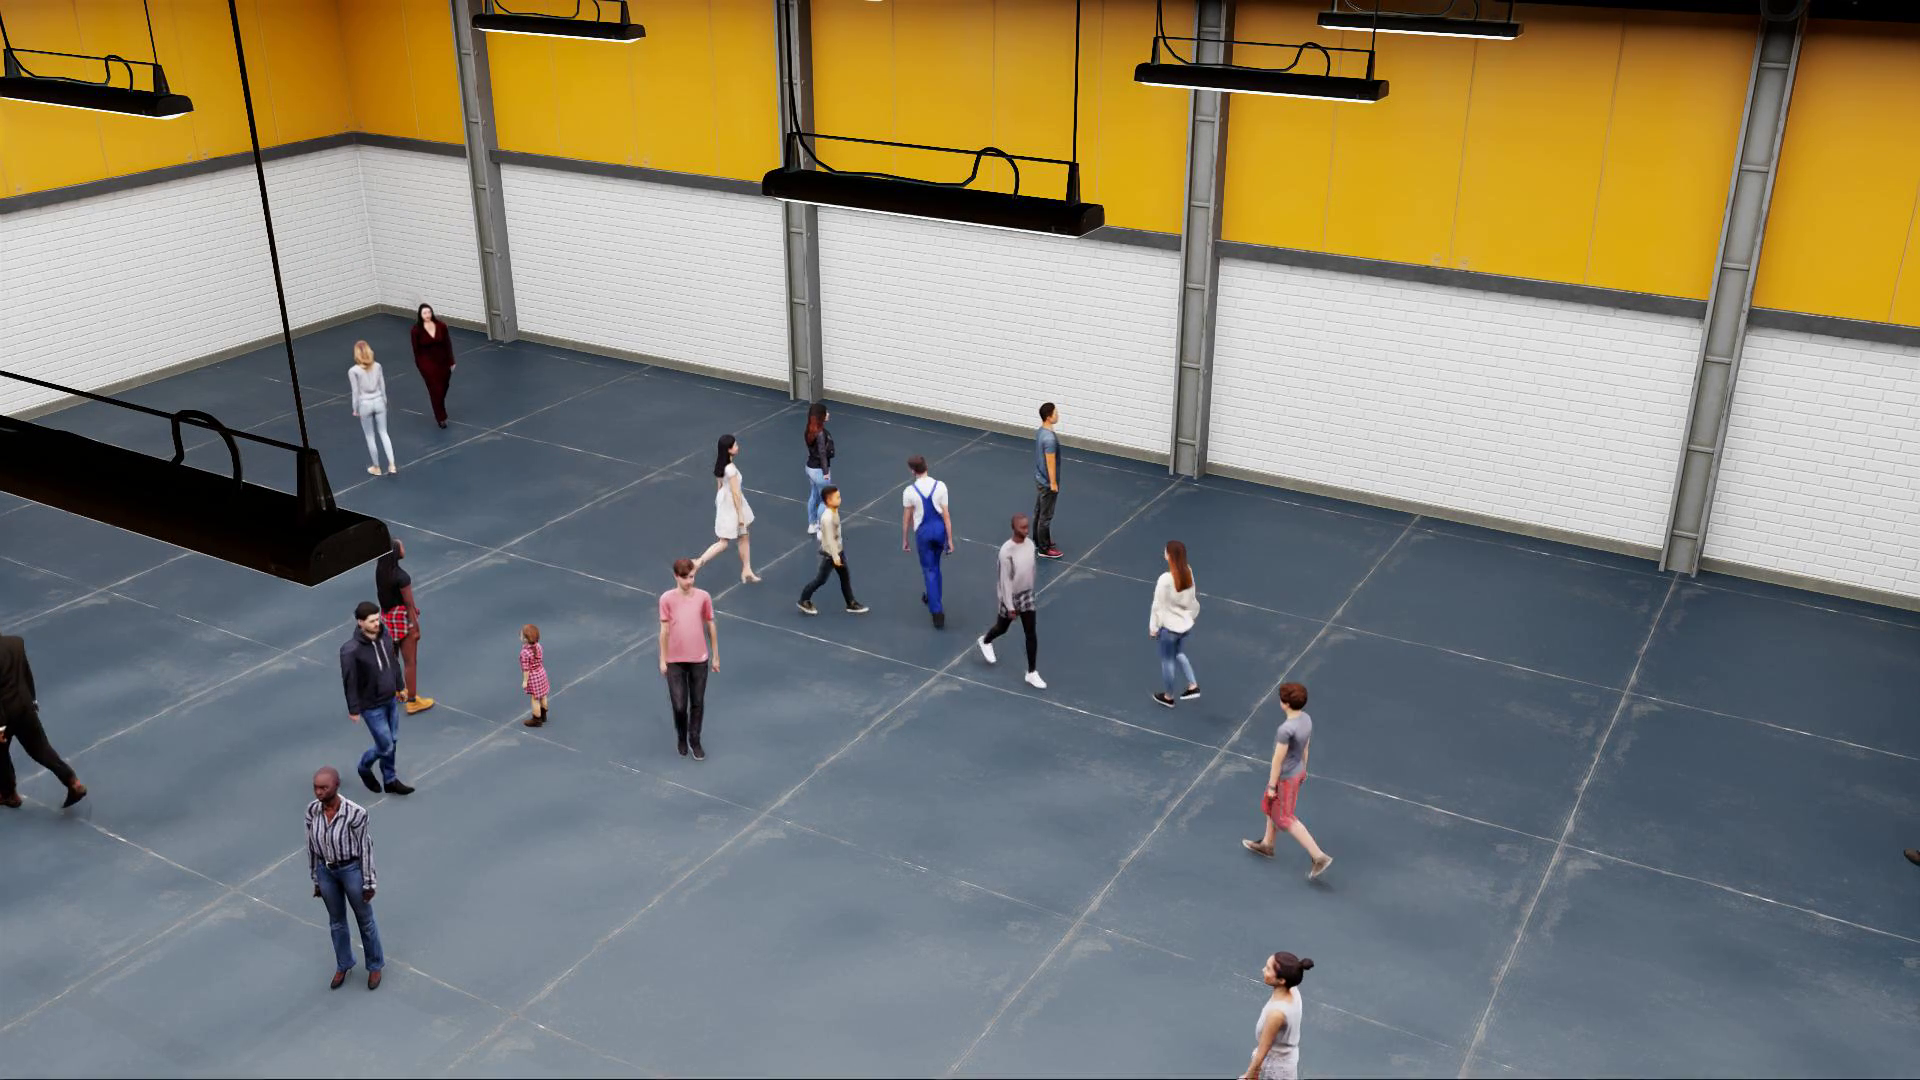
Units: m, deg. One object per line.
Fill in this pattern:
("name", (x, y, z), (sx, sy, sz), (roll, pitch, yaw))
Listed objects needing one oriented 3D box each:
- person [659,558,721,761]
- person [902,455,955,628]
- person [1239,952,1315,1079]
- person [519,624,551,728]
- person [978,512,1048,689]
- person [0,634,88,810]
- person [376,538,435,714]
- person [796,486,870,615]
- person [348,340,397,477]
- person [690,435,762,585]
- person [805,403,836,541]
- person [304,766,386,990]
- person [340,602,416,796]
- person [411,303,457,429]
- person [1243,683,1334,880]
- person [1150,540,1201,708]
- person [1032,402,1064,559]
("person", (-2.449, 1.021, 14.825), (0.788, 1.948, 0.832), (-9, 25, -19))
("person", (-0.282, 0.021, 17.291), (0.954, 1.805, 1.009), (-1, 24, -3))
("person", (2.022, 3.253, 10.194), (1.117, 1.568, 0.725), (8, 25, 17))
("person", (-3.964, 1.249, 15.459), (0.472, 1.022, 0.452), (9, 25, 20))
("person", (0.468, 0.544, 16.183), (0.958, 1.734, 1.260), (-15, 28, -31))
("person", (-7.861, 1.464, 13.908), (1.318, 1.871, 0.931), (6, 24, 14))
("person", (-5.278, 0.791, 15.632), (0.560, 1.722, 0.682), (17, 29, 34))
("person", (-1.426, 0.133, 17.485), (1.043, 1.445, 0.733), (5, 24, 11))
("person", (-7.483, -1.671, 21.178), (0.680, 1.792, 0.735), (-22, 32, -40))
("person", (-2.569, -0.264, 18.019), (1.095, 1.745, 1.091), (-9, 25, -19))
("person", (-1.650, -0.816, 19.424), (0.792, 1.632, 0.703), (-10, 26, -23))
("person", (-4.397, 2.398, 11.865), (0.613, 1.796, 0.752), (2, 24, 4))
("person", (-5.043, 1.345, 14.171), (0.763, 1.878, 0.730), (9, 25, 19))
("person", (-7.306, -2.451, 23.047), (0.930, 1.724, 1.159), (-17, 29, -34))
("person", (2.658, 1.923, 13.165), (1.083, 1.625, 0.695), (18, 29, 35))
("person", (2.077, 0.832, 15.599), (0.803, 1.676, 0.760), (21, 31, 40))
("person", (0.981, -0.704, 18.944), (0.761, 1.810, 0.733), (-3, 24, -7))
